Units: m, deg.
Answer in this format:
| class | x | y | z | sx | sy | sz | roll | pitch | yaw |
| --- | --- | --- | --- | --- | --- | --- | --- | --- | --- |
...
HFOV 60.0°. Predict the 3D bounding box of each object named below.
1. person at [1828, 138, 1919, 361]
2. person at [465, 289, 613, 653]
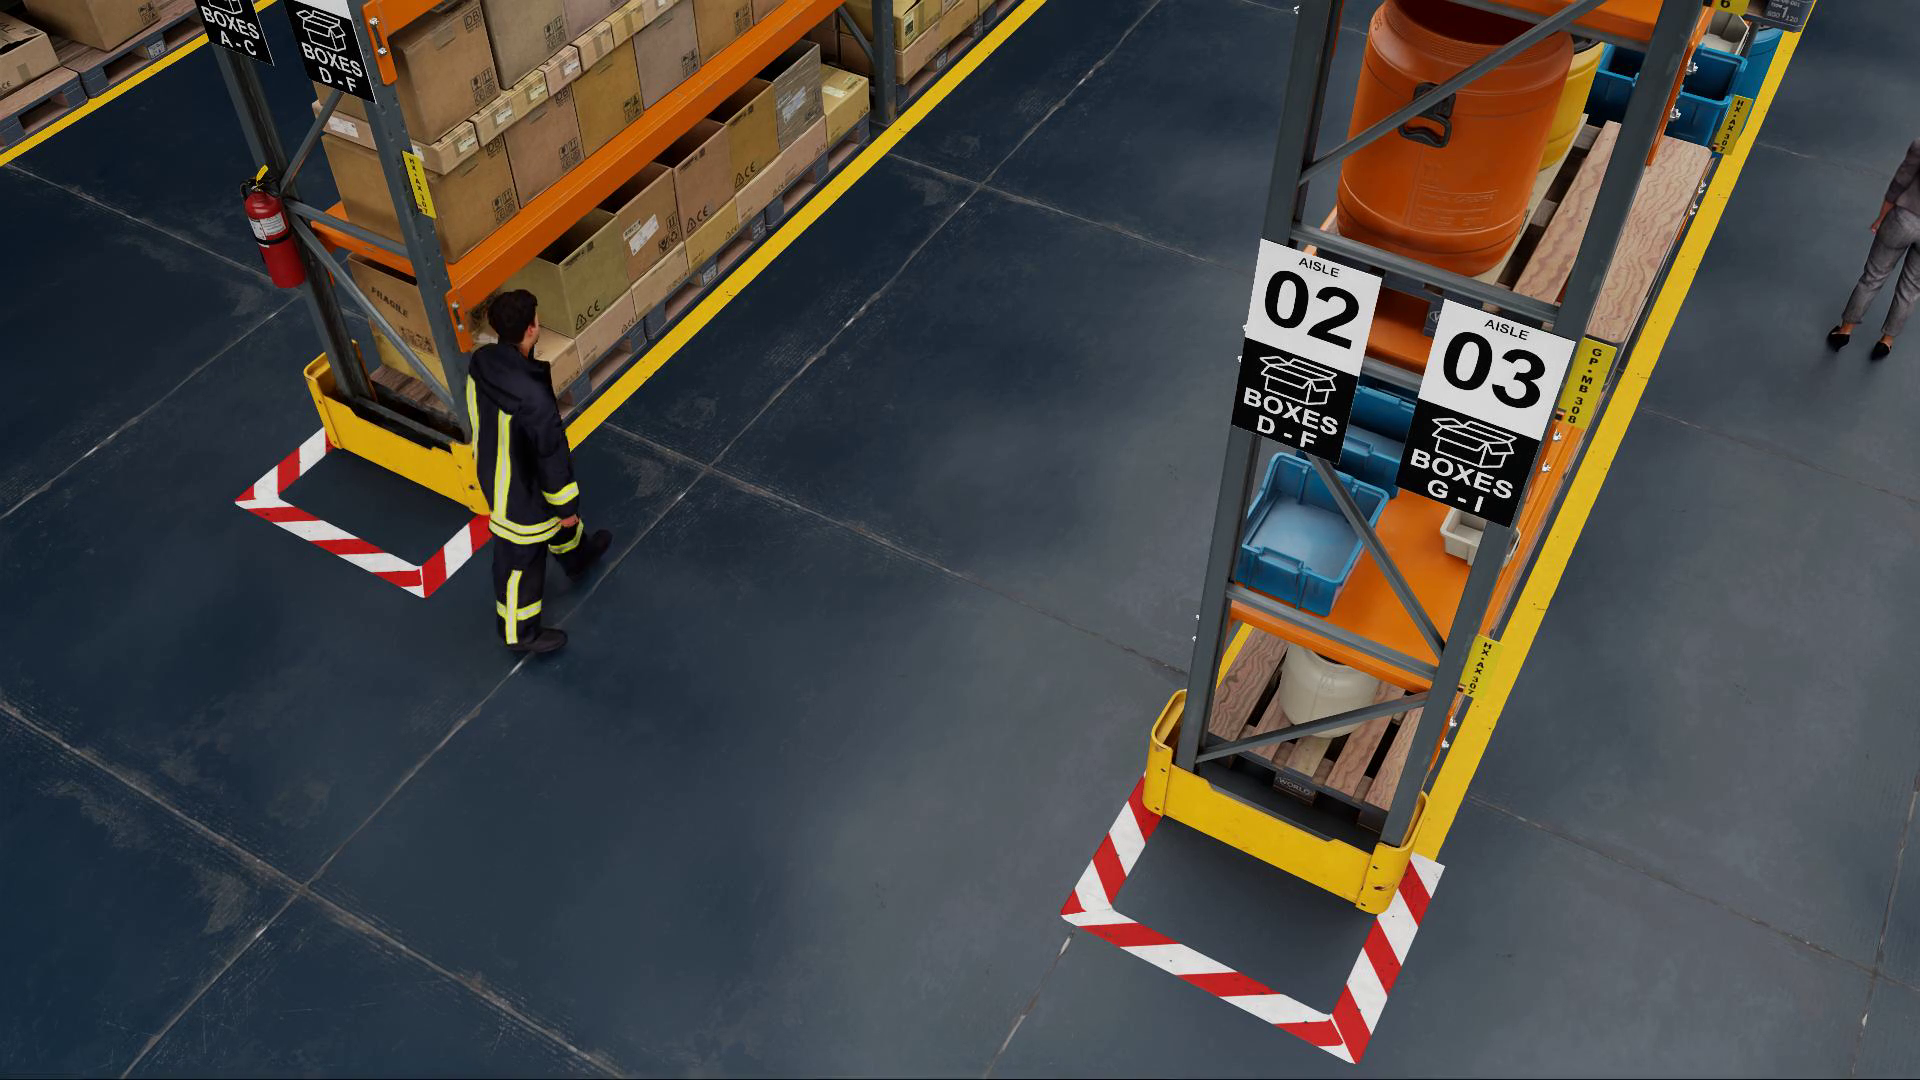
| class | x | y | z | sx | sy | sz | roll | pitch | yaw |
| --- | --- | --- | --- | --- | --- | --- | --- | --- | --- |
| person | 5.203 | -1.679 | 9.044 | 0.619 | 1.679 | 0.591 | 20 | 50 | 18 |
| person | -2.061 | -0.266 | 7.611 | 1.167 | 1.864 | 1.057 | -24 | 52 | -21 |
